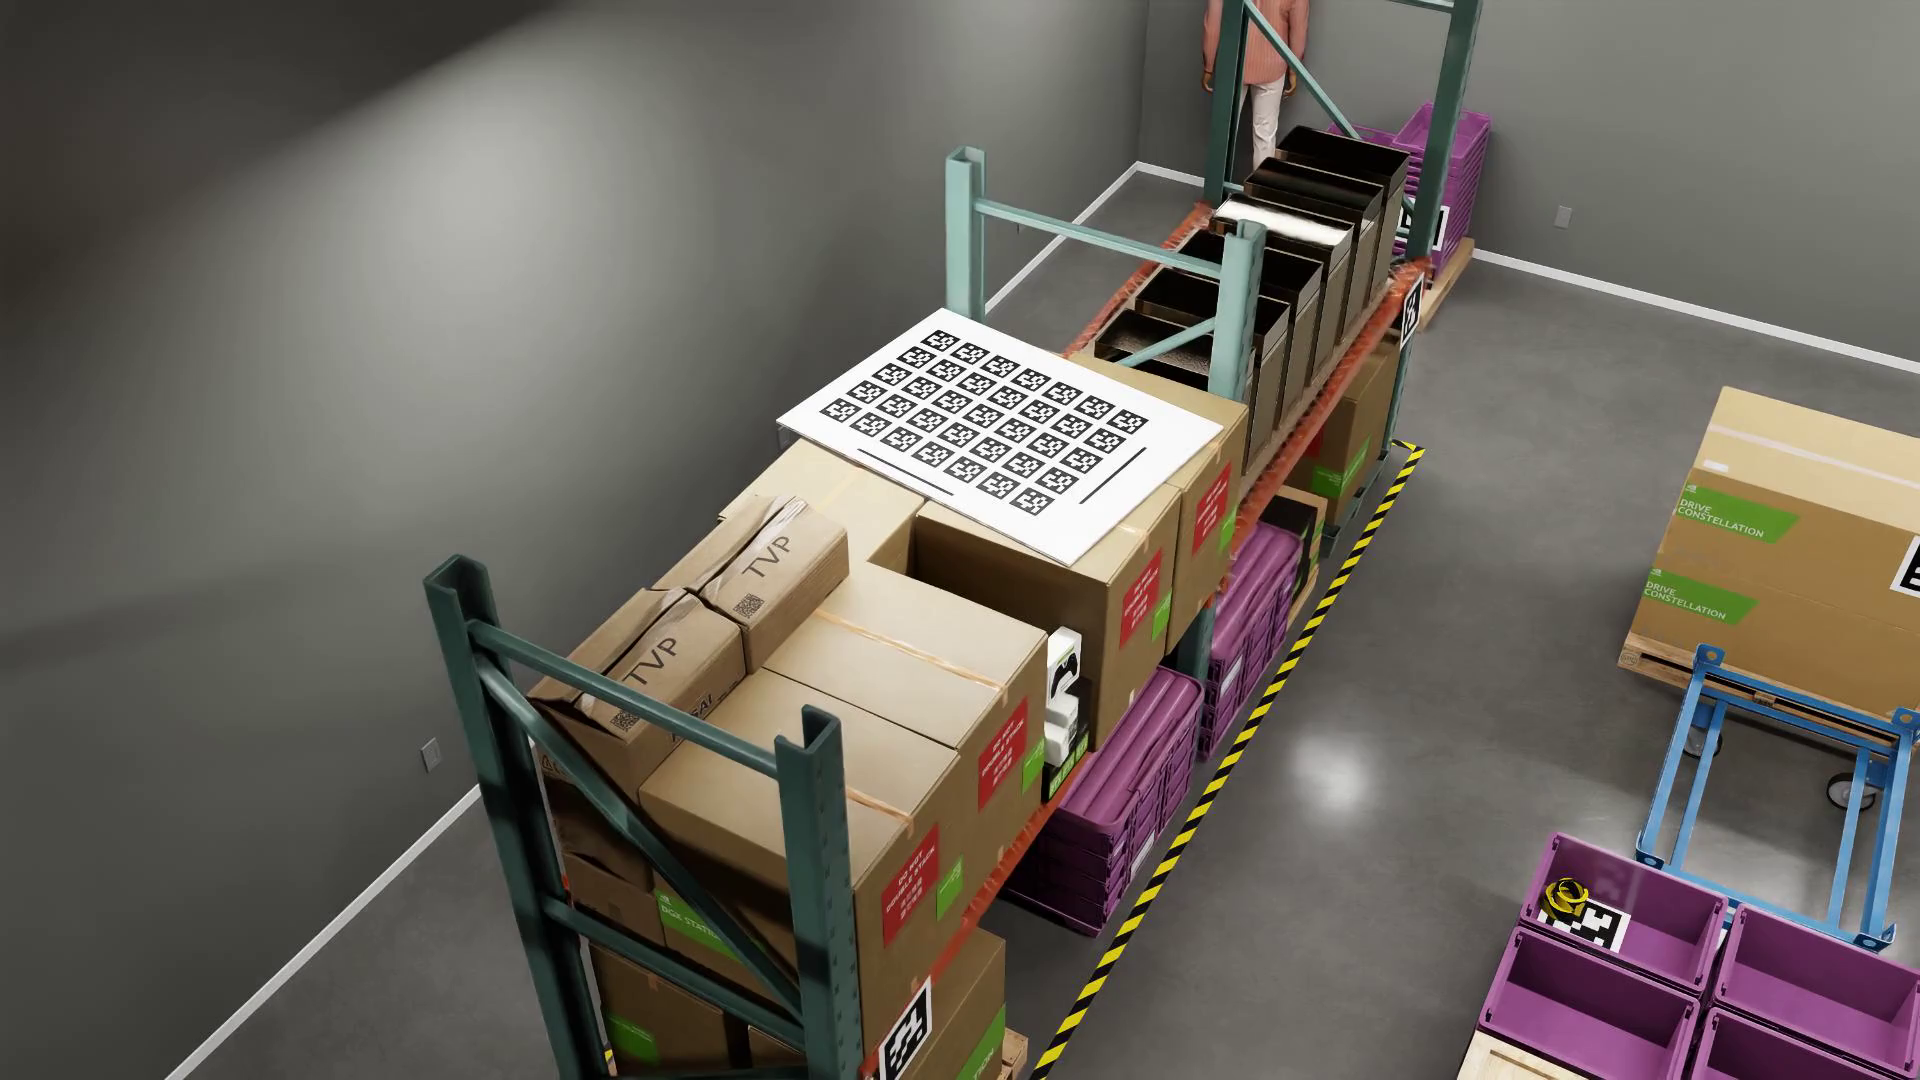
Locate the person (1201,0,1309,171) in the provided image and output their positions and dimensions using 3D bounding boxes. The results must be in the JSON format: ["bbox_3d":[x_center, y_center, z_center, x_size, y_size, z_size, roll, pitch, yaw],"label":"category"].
[{"bbox_3d":[1.737,-2.828,9.924,0.609,1.995,0.375,4,40,5],"label":"person"}]
